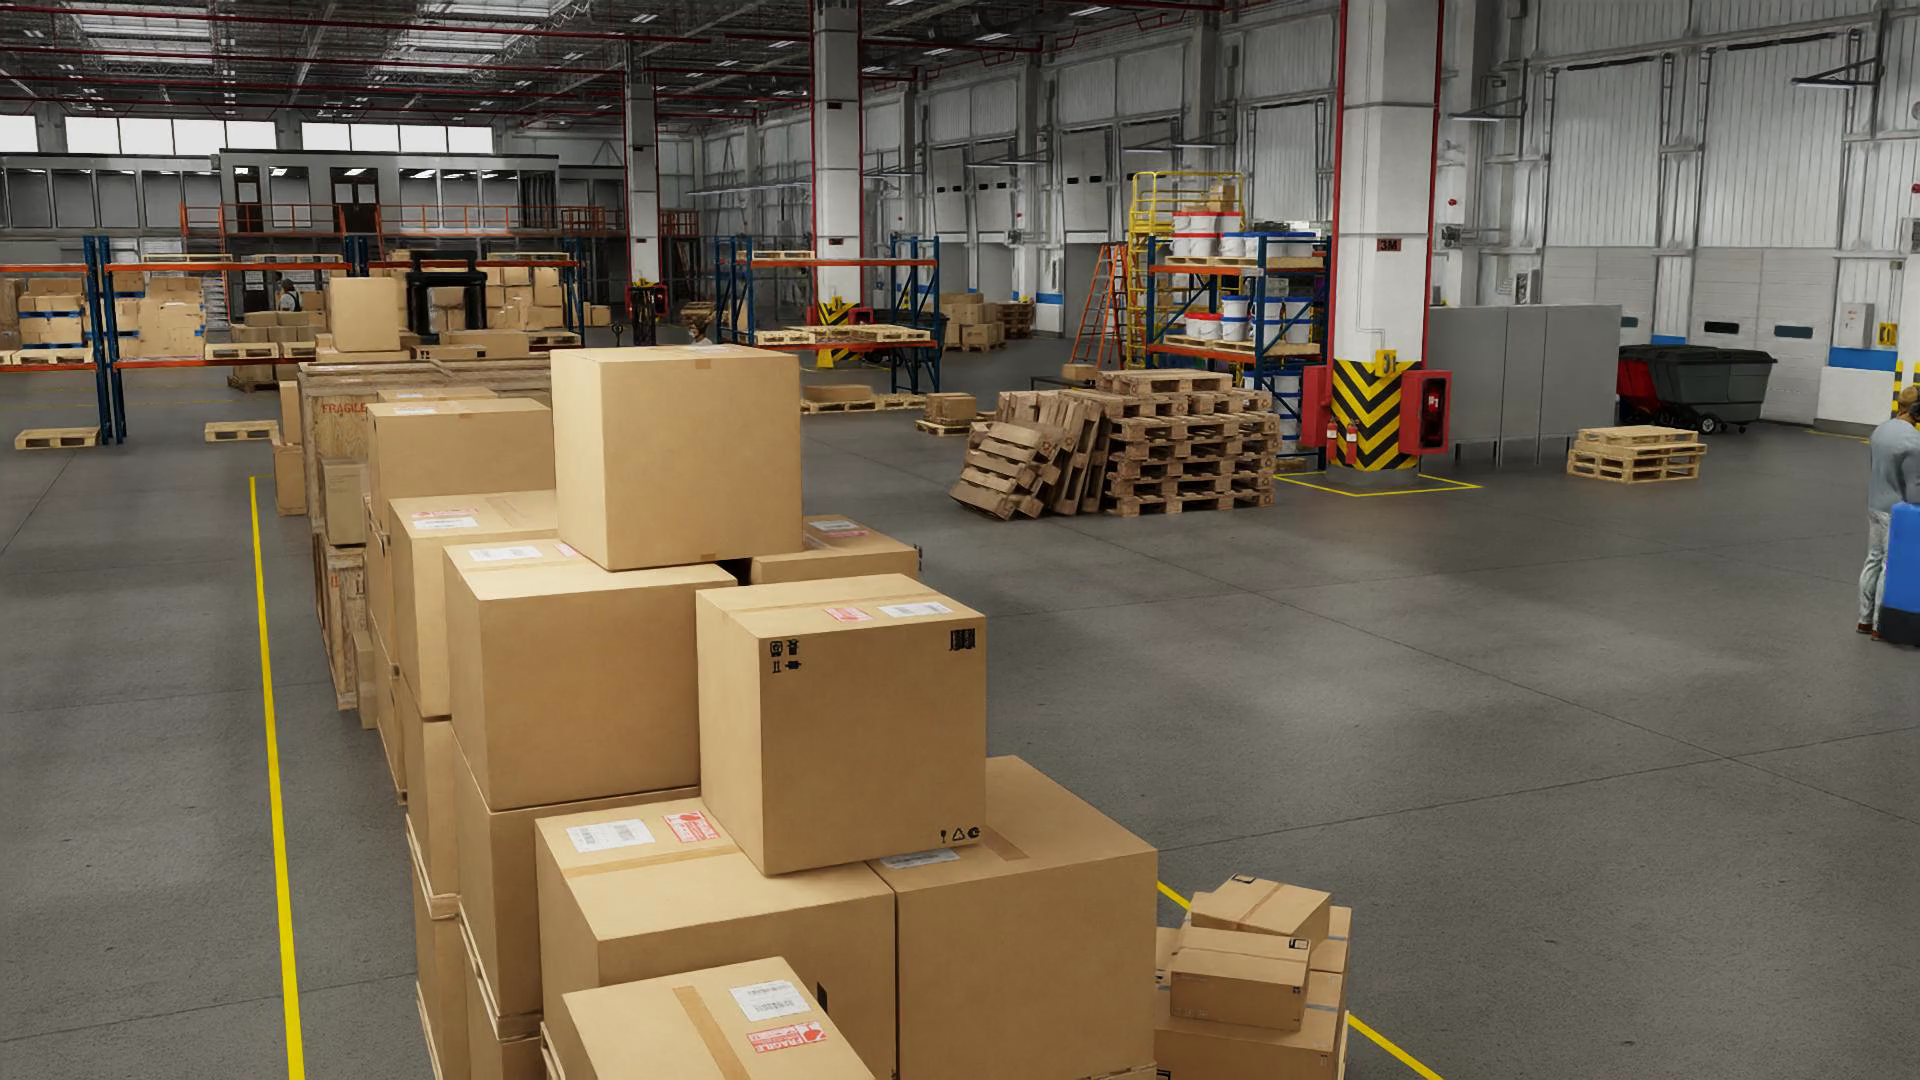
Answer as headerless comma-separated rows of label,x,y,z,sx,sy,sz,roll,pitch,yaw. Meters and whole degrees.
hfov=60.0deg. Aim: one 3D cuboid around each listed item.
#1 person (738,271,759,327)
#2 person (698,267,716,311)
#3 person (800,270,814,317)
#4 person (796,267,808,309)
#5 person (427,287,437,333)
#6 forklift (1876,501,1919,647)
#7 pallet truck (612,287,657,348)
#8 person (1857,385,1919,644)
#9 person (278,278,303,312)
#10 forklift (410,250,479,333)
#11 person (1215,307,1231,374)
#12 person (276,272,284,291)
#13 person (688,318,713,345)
person,-7.102,-7.969,55.260,0.607,1.920,0.820,8,13,36
person,-9.236,-8.956,60.583,0.922,1.968,0.616,-5,11,-26
person,-5.701,-9.256,62.625,0.935,1.832,0.516,8,13,39
person,-6.616,-10.623,70.248,0.633,1.798,0.930,-7,12,-34
person,-14.160,-6.006,44.615,0.611,1.856,0.629,1,10,7
forklift,7.800,-0.595,11.963,1.873,2.768,1.129,-4,11,-23
pallet truck,-6.464,-4.406,35.401,0.823,1.965,1.885,6,12,32
person,6.969,-0.191,12.377,0.384,1.930,0.634,0,10,1
person,-16.200,-5.293,40.173,0.536,2.000,0.673,3,11,15
forklift,-7.470,-2.831,24.288,1.129,2.768,1.873,-3,11,-18
person,4.159,-2.802,26.824,0.793,1.907,0.595,7,12,33
person,-22.201,-7.810,54.408,0.385,1.912,0.609,0,10,3
person,-3.496,-2.023,22.433,0.372,1.940,0.631,-6,12,-32
